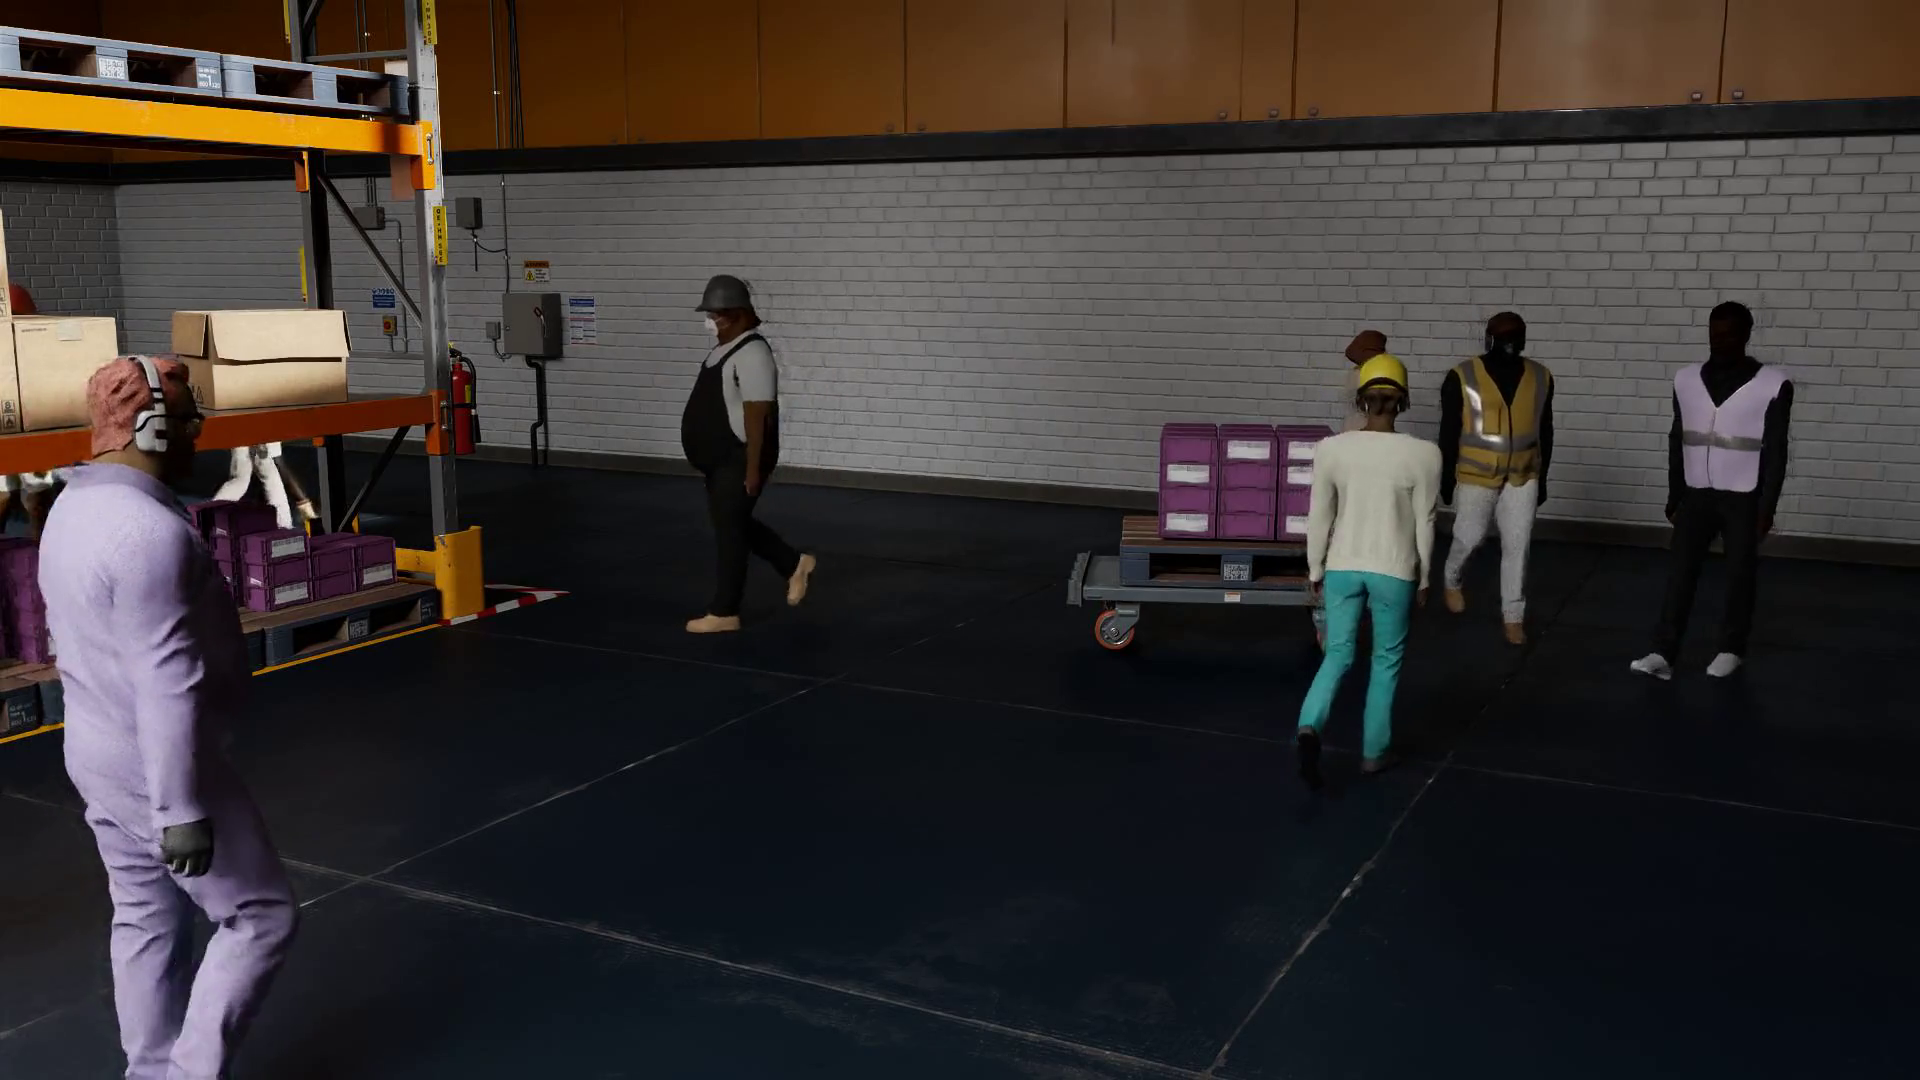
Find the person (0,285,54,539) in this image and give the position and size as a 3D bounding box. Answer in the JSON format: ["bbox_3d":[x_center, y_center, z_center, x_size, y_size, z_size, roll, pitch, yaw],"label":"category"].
[{"bbox_3d":[-5.961,-0.618,10.467,0.554,1.947,0.606,6,11,30],"label":"person"}]

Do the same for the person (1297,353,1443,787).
[{"bbox_3d":[1.592,0.138,6.570,0.524,1.737,0.693,6,11,31],"label":"person"}]

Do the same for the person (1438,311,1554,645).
[{"bbox_3d":[2.979,-0.375,9.329,0.636,1.819,0.814,0,10,1],"label":"person"}]

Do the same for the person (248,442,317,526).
[{"bbox_3d":[-5.388,-0.923,12.950,0.833,1.643,0.562,3,10,15],"label":"person"}]

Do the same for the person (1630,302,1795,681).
[{"bbox_3d":[3.683,-0.209,8.145,0.938,1.874,0.623,-9,13,-41],"label":"person"}]

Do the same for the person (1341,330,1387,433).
[{"bbox_3d":[2.659,-0.578,11.029,0.289,1.622,0.512,2,10,11],"label":"person"}]

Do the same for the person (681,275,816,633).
[{"bbox_3d":[-1.190,-0.509,9.424,0.781,2.000,0.687,-4,11,-24],"label":"person"}]

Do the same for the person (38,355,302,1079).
[{"bbox_3d":[-1.808,0.524,3.847,0.459,1.893,0.680,-9,13,-41],"label":"person"}]

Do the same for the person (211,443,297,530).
[{"bbox_3d":[-5.168,-0.728,11.975,0.824,1.593,0.530,-4,11,-22],"label":"person"}]
